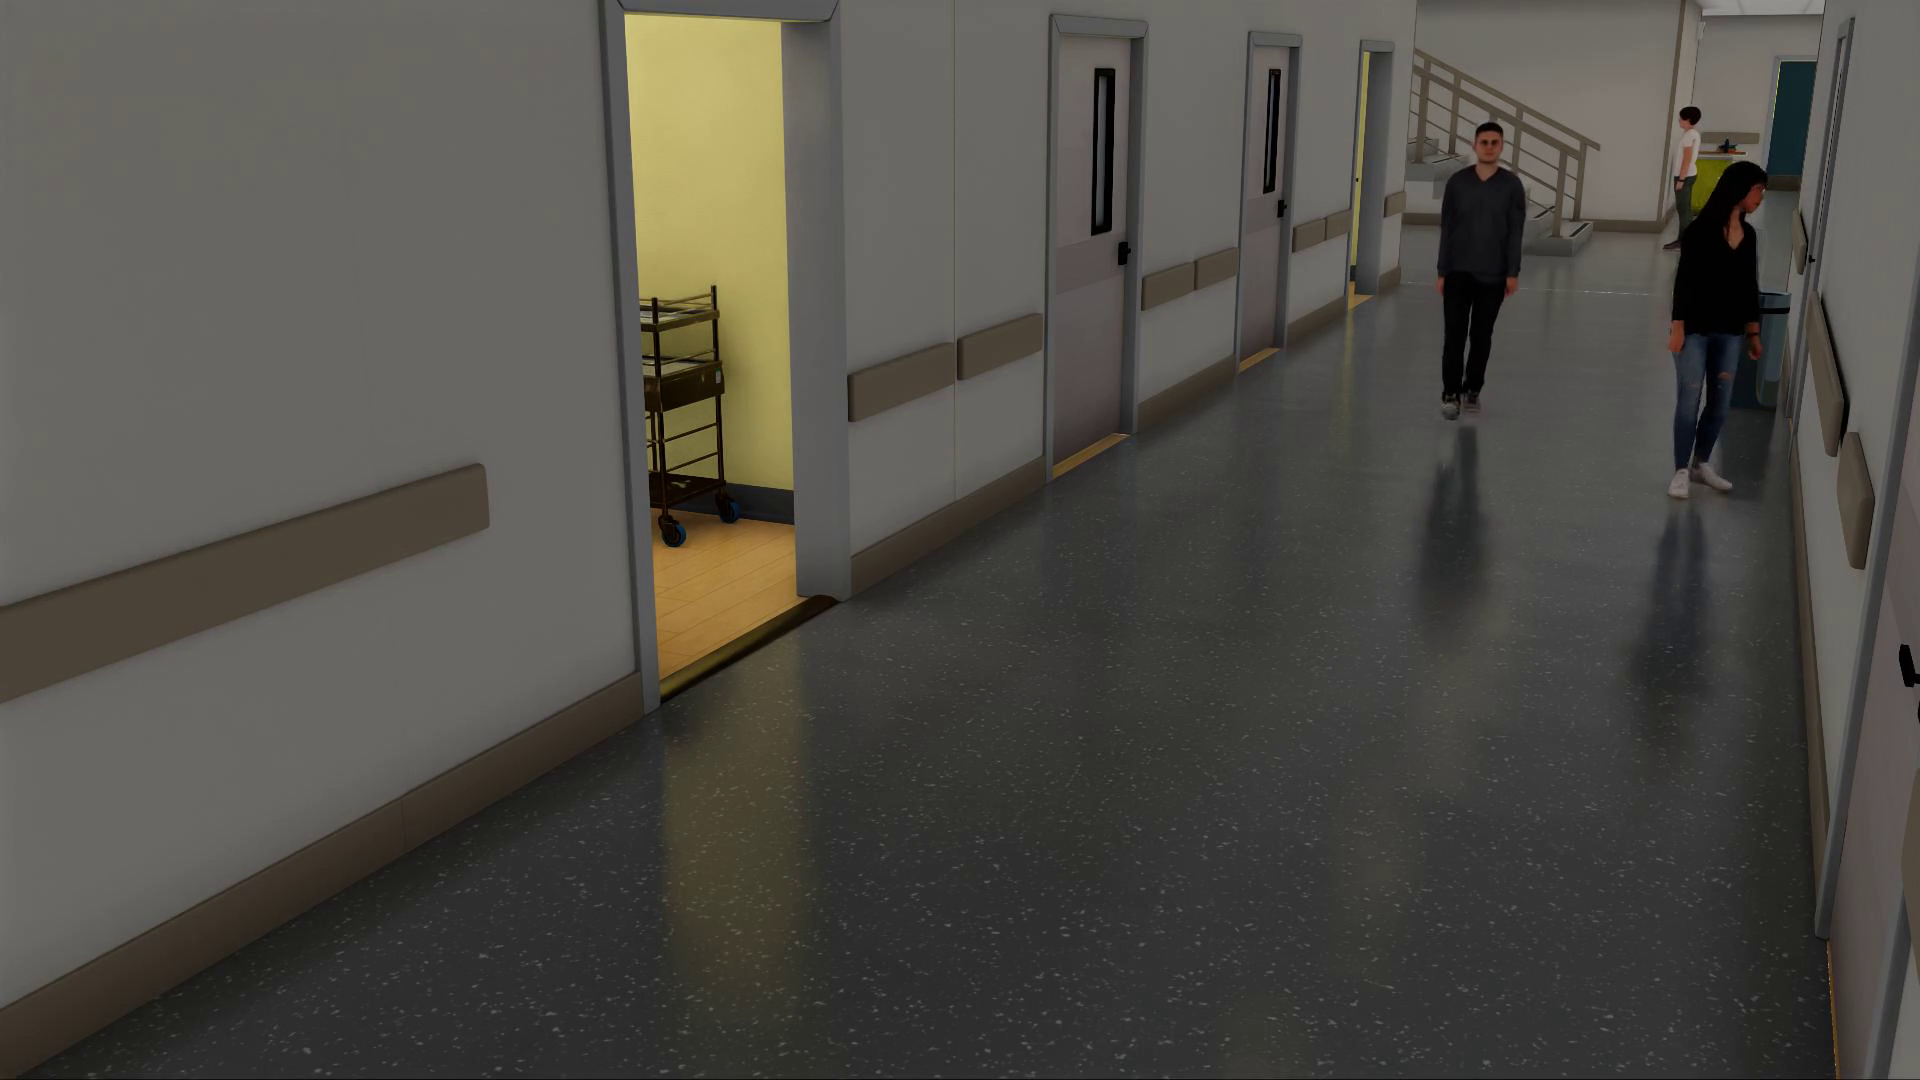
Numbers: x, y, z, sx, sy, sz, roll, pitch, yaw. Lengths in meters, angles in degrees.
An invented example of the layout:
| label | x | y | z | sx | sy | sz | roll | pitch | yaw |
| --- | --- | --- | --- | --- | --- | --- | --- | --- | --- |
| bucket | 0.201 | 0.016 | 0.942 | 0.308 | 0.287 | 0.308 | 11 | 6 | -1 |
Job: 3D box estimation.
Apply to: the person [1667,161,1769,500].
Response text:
| label | x | y | z | sx | sy | sz | roll | pitch | yaw |
| --- | --- | --- | --- | --- | --- | --- | --- | --- | --- |
| person | 3.676 | -1.029 | 8.171 | 0.669 | 1.629 | 0.765 | 1 | 16 | 5 |

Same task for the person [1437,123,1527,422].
| label | x | y | z | sx | sy | sz | roll | pitch | yaw |
| --- | --- | --- | --- | --- | --- | --- | --- | --- | --- |
| person | 3.101 | -1.588 | 9.982 | 1.050 | 1.724 | 0.809 | 5 | 16 | 16 |

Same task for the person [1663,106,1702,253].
| label | x | y | z | sx | sy | sz | roll | pitch | yaw |
| --- | --- | --- | --- | --- | --- | --- | --- | --- | --- |
| person | 8.496 | -4.229 | 19.480 | 0.551 | 1.654 | 0.585 | 9 | 18 | 28 |
